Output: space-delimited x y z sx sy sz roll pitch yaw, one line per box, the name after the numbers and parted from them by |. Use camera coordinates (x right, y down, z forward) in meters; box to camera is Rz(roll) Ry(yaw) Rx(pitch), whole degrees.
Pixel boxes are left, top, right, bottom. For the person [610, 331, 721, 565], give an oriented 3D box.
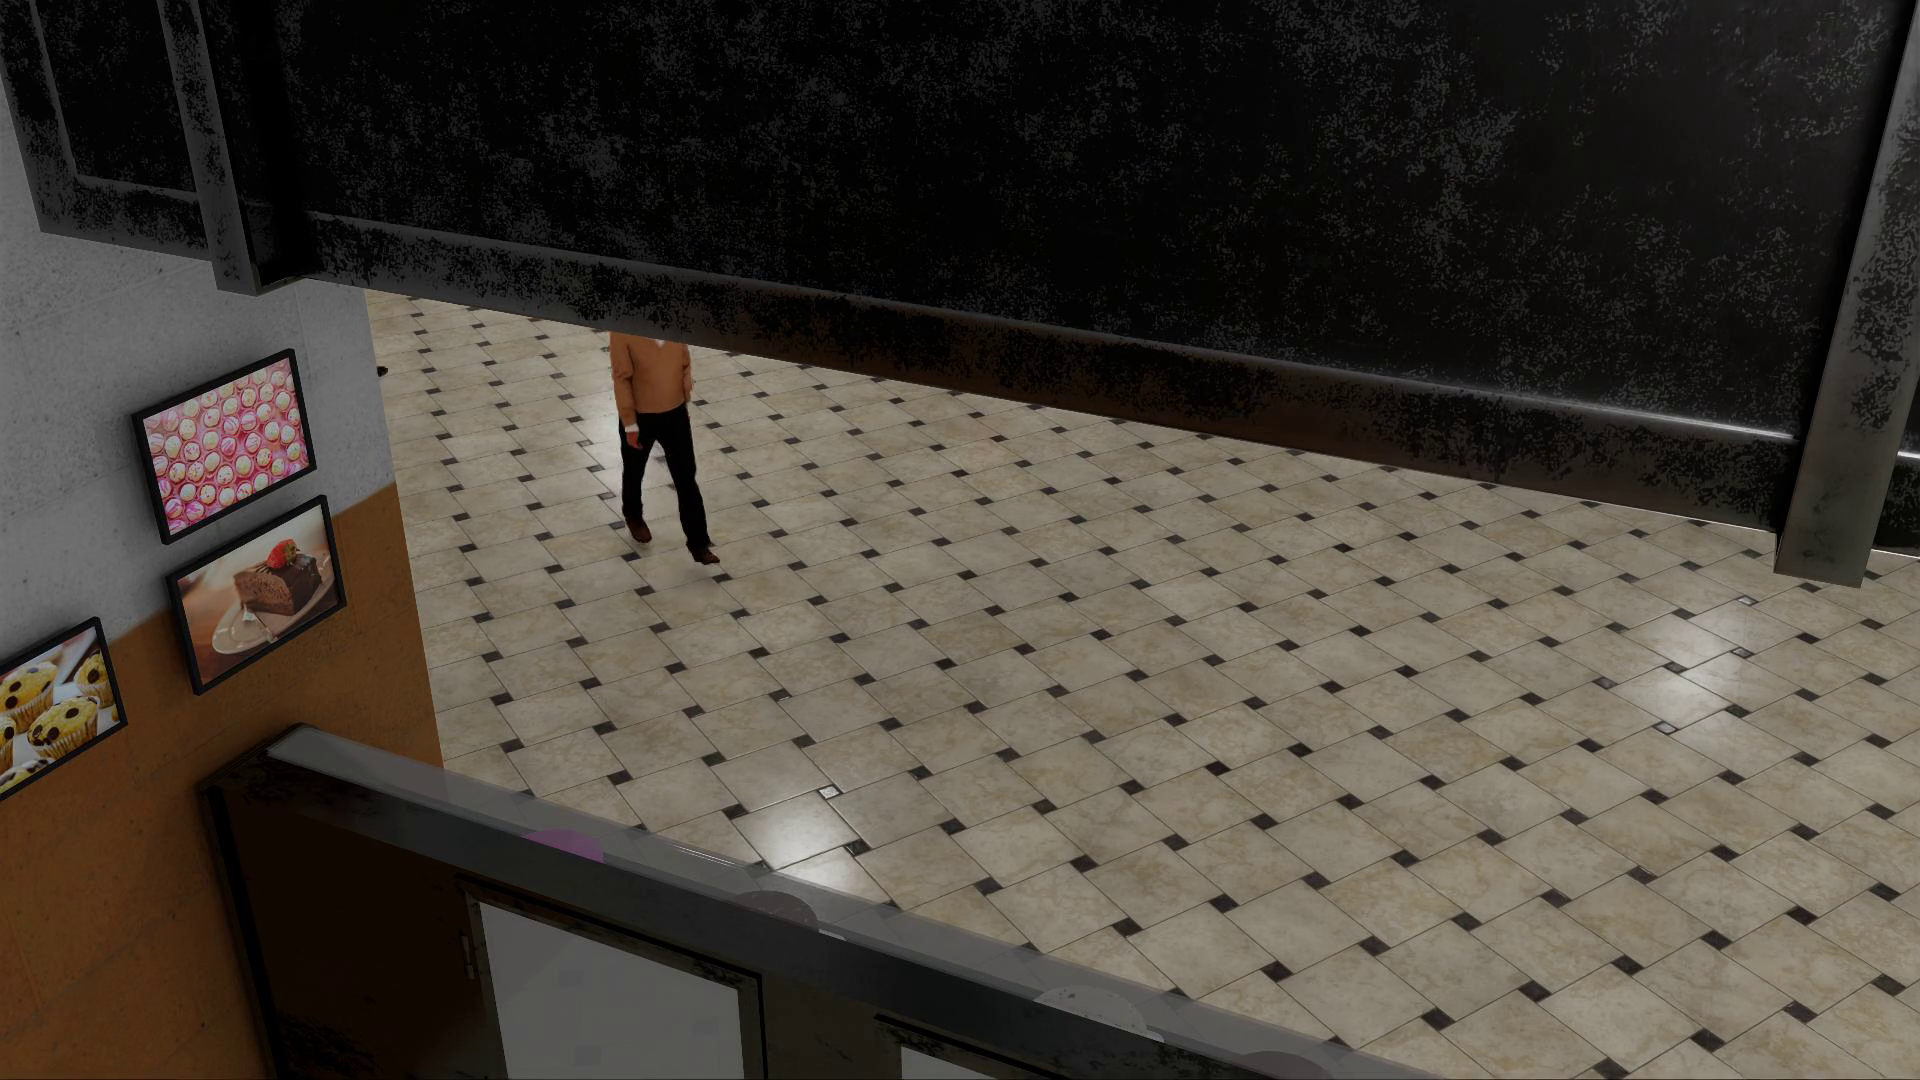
-1.777 -0.719 9.442 1.191 1.713 1.137 -15 31 -27 | person
